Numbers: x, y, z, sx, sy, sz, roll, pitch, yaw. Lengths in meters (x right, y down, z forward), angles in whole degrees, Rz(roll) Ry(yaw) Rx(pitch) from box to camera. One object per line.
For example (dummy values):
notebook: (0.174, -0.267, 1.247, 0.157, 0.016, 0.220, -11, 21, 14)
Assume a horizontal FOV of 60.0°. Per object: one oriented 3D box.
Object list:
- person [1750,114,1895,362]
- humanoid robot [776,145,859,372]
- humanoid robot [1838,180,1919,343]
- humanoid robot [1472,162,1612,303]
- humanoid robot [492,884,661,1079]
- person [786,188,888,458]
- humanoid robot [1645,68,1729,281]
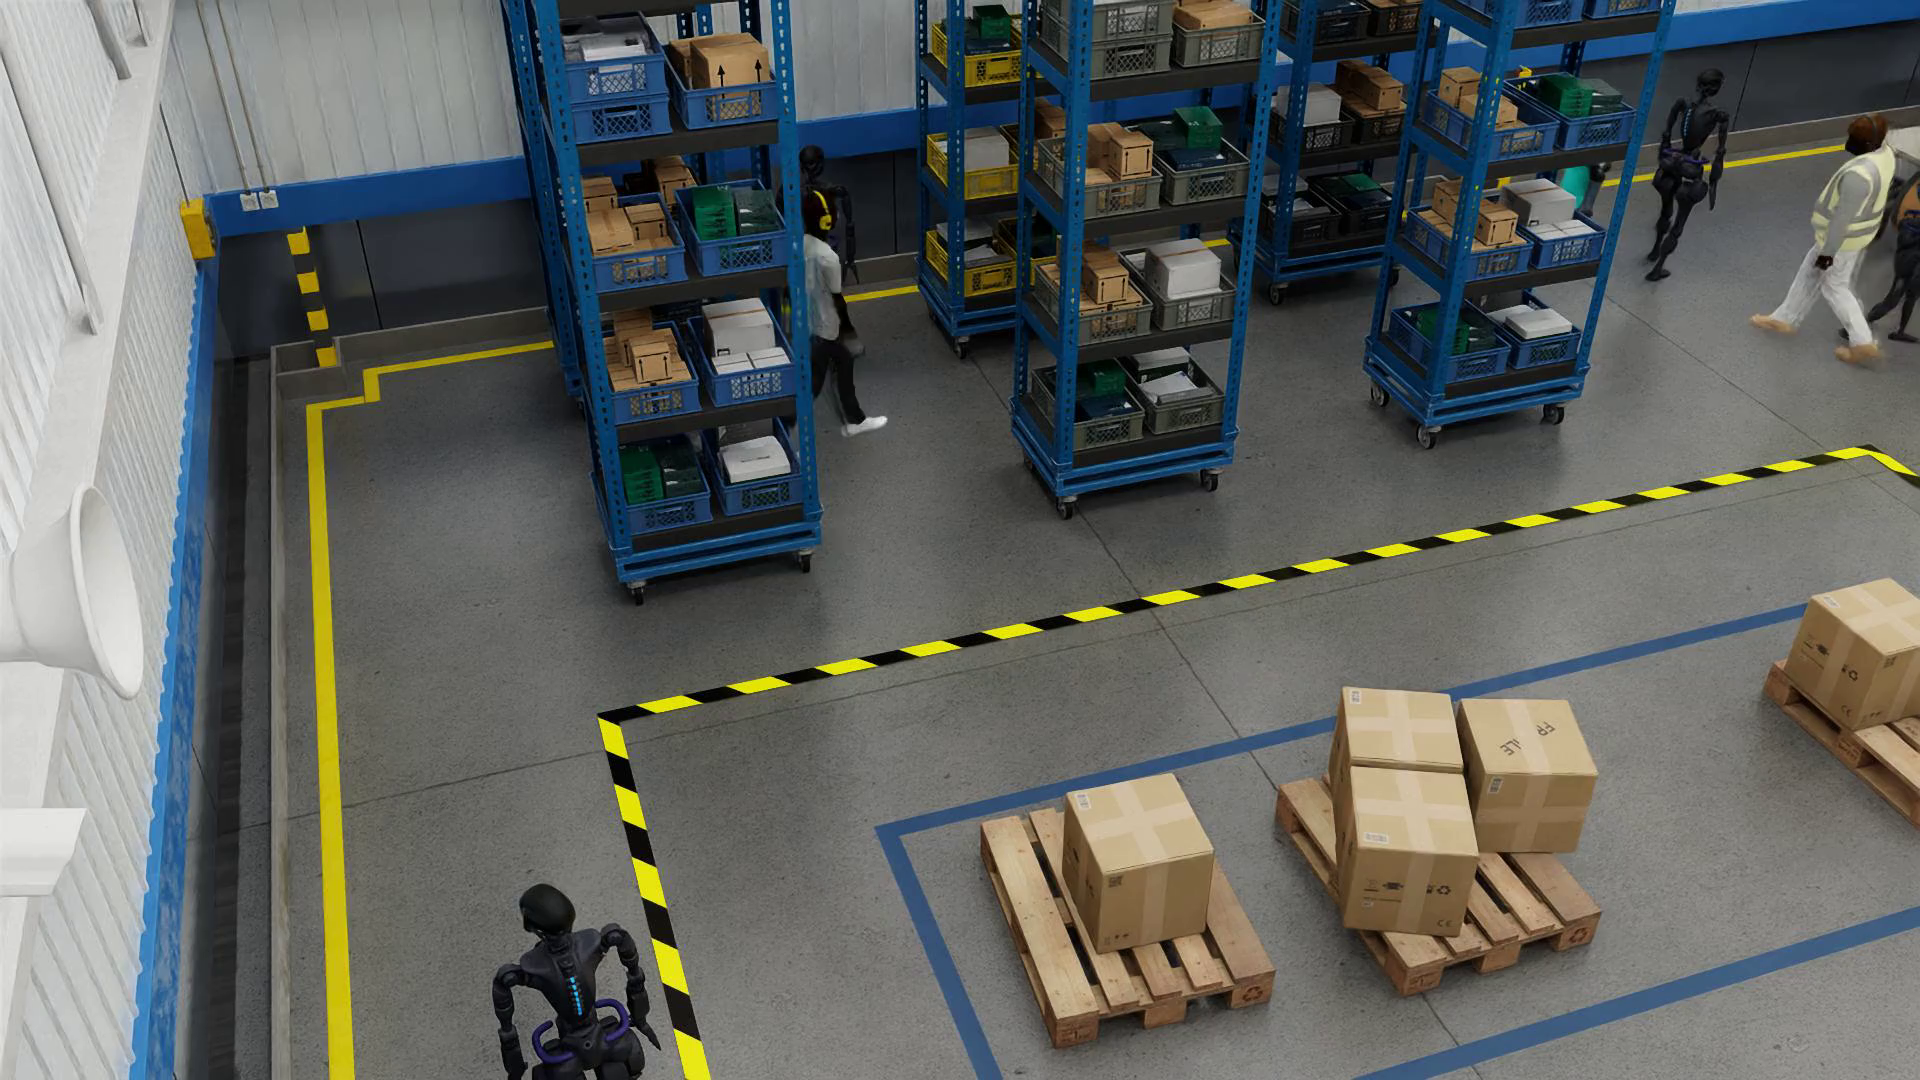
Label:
person: (6.295, -2.147, 11.782, 0.901, 1.794, 0.646, 27, 43, 32)
humanoid robot: (-1.007, -1.955, 11.596, 0.599, 1.653, 0.315, 3, 35, 5)
humanoid robot: (6.816, -2.123, 11.860, 0.606, 1.646, 0.600, 15, 38, 20)
humanoid robot: (3.978, -2.116, 11.797, 0.958, 1.777, 0.559, 0, 35, -1)
humanoid robot: (-1.402, 1.890, 6.140, 0.599, 1.658, 0.315, -18, 39, -23)
person: (-0.925, -1.355, 10.627, 0.965, 1.826, 0.525, -17, 39, -23)
humanoid robot: (5.637, -2.833, 12.854, 0.537, 1.634, 0.589, -20, 40, -26)
